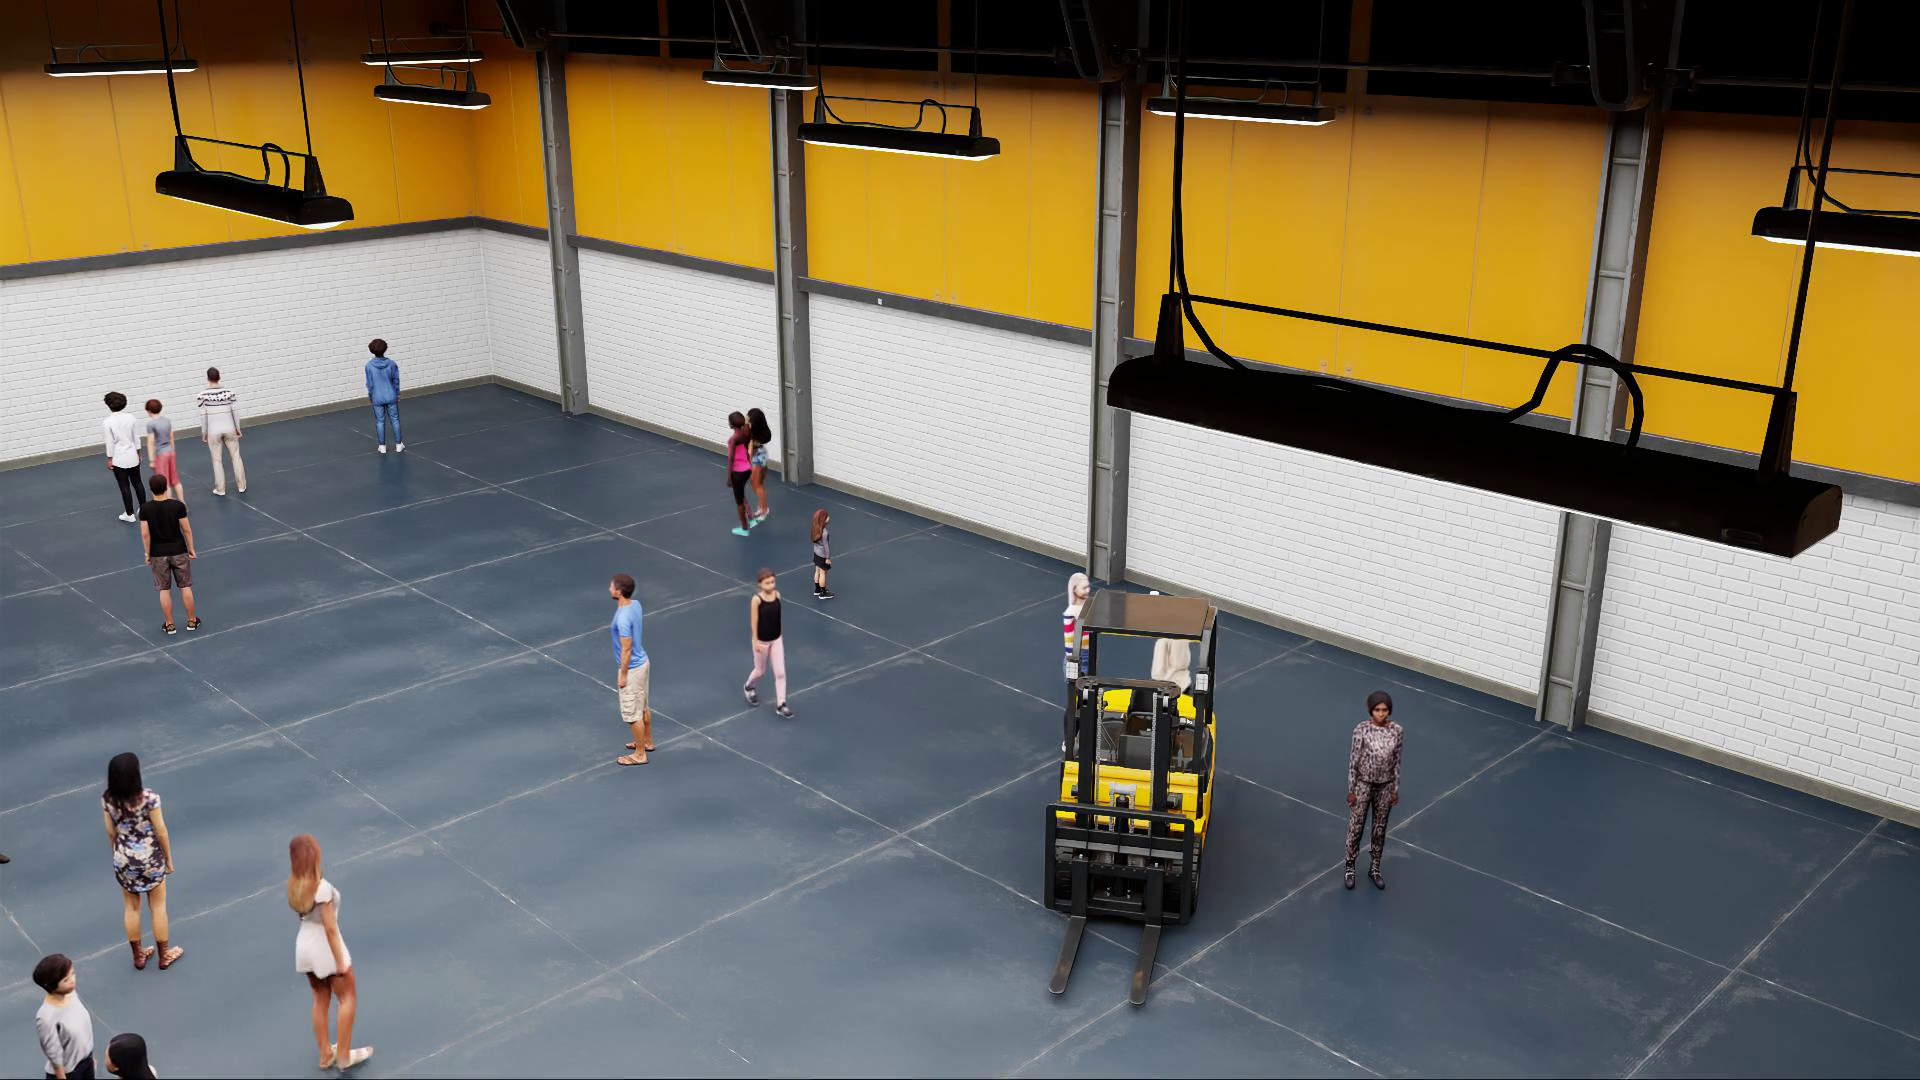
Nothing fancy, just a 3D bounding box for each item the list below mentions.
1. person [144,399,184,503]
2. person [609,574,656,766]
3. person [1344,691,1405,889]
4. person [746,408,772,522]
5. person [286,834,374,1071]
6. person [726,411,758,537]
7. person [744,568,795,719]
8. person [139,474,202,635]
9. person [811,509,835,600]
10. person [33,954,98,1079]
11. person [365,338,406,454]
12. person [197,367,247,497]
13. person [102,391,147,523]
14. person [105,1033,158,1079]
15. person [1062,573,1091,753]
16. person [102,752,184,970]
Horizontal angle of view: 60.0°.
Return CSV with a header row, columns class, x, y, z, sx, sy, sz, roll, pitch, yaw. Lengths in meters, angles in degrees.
class,x,y,z,sx,sy,sz,roll,pitch,yaw
person,-11.019,-1.139,23.028,0.638,1.646,0.639,8,20,22
person,-3.104,1.202,15.739,0.769,1.862,0.730,2,19,5
person,3.364,2.024,13.530,0.673,1.714,0.735,0,19,1
person,-2.782,-1.062,22.877,0.742,1.596,0.712,8,20,22
person,-4.337,2.810,11.264,0.761,1.671,0.575,-18,25,-42
person,-2.844,-0.871,22.126,0.707,1.714,0.665,9,21,25
person,-1.988,1.007,16.825,0.602,1.538,1.032,-13,23,-34
person,-8.991,0.145,18.877,0.756,1.861,0.691,-9,21,-25
person,-1.668,0.147,20.055,0.582,1.105,0.455,-9,21,-25
person,-5.462,3.232,10.195,0.679,1.552,0.605,-1,19,-3
person,-9.044,-2.272,26.132,0.757,1.811,0.737,-6,20,-18
person,-10.659,-1.575,23.986,0.726,1.860,0.608,-13,23,-34
person,-11.466,-1.155,22.820,0.597,1.809,0.667,13,22,33
person,-4.463,3.472,9.136,0.863,1.774,0.792,-3,19,-8
person,1.132,1.168,15.923,0.610,1.809,0.701,11,22,30
person,-6.130,2.394,12.399,0.649,1.734,0.699,-1,19,-3
